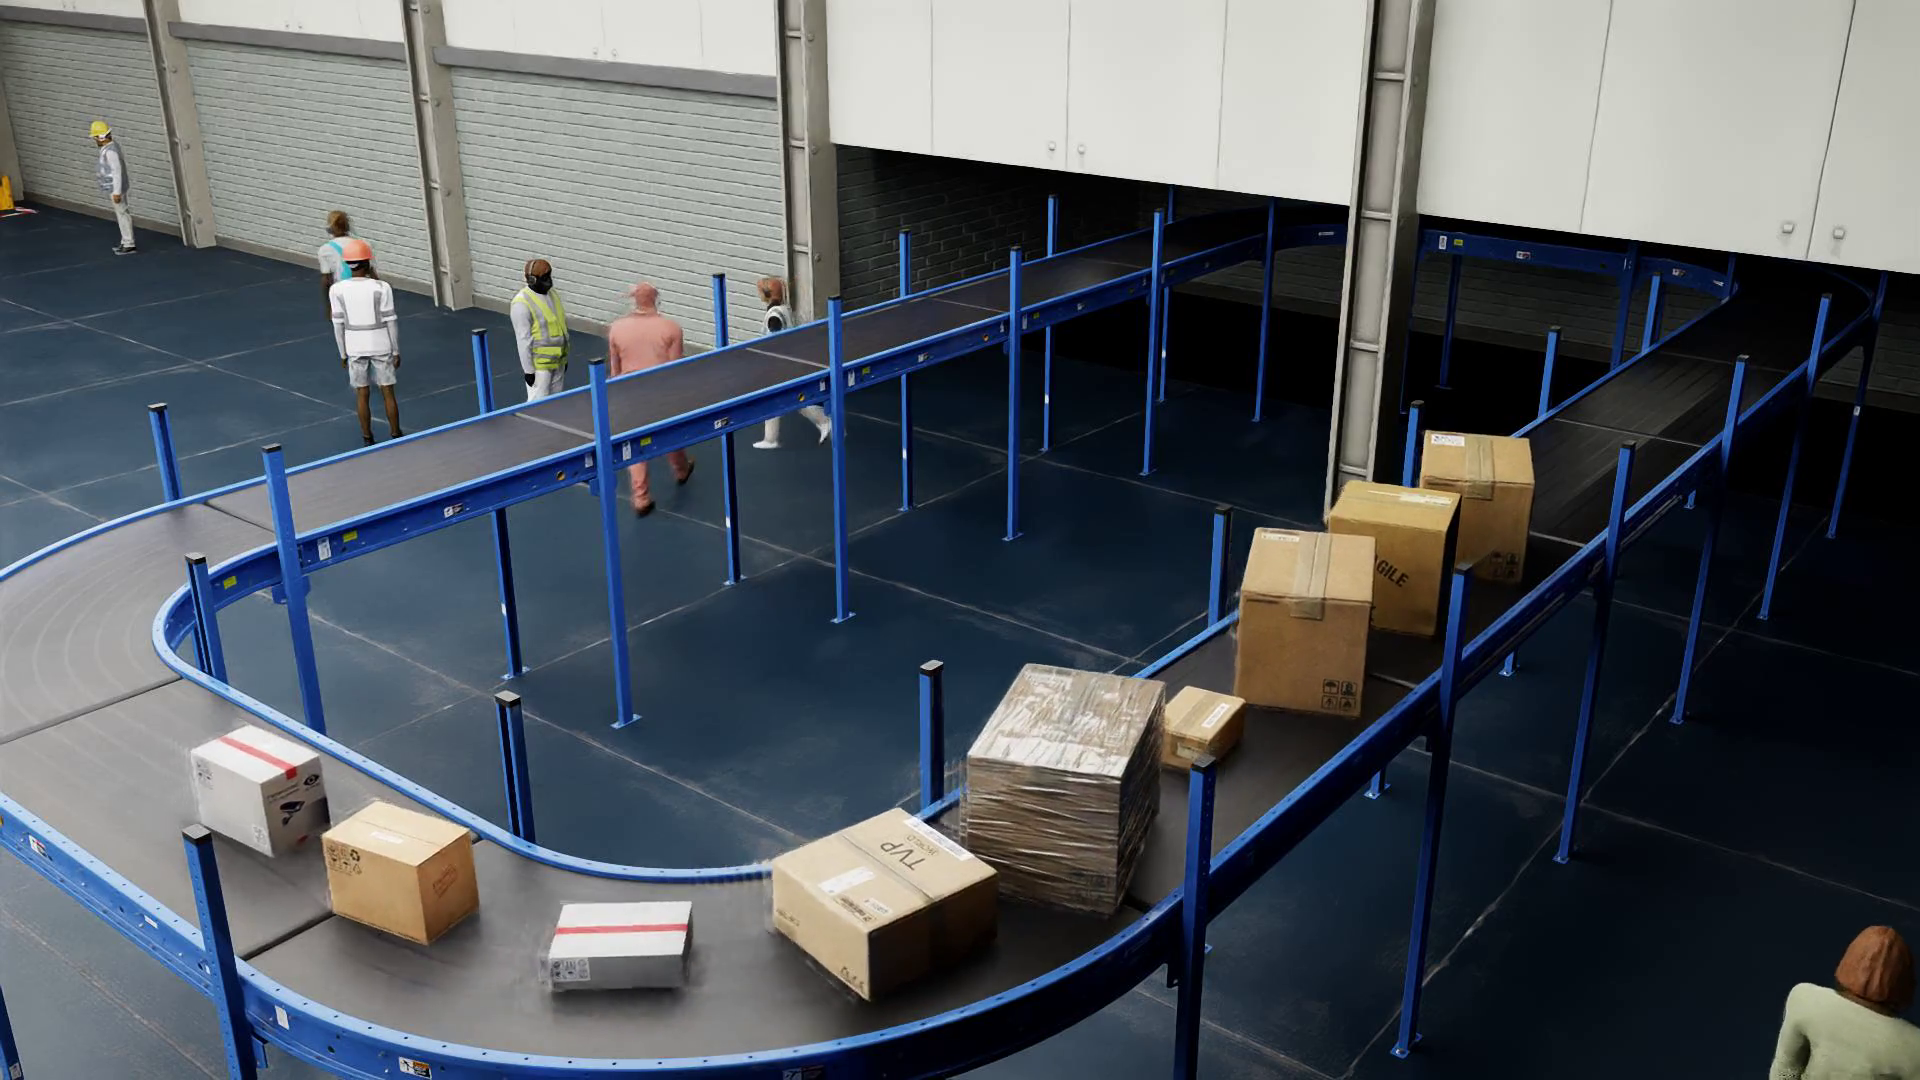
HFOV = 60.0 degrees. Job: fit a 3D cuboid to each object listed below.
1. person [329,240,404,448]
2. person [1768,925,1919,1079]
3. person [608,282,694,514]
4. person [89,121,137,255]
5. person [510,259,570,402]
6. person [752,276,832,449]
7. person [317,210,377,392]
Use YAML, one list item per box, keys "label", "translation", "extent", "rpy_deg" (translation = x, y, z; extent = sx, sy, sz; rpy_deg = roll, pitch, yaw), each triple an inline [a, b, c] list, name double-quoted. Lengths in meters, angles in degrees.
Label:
- label: "person"
  translation: [-5.302, -1.721, 14.923]
  extent: [0.547, 1.934, 0.376]
  rpy_deg: [-3, 22, -7]
- label: "person"
  translation: [3.029, 2.065, 5.759]
  extent: [0.769, 1.593, 0.506]
  rpy_deg: [-18, 27, -37]
- label: "person"
  translation: [-2.544, -1.203, 13.739]
  extent: [0.665, 1.839, 1.089]
  rpy_deg: [2, 22, 6]
- label: "person"
  translation: [-11.776, -4.899, 23.150]
  extent: [0.404, 1.821, 0.588]
  rpy_deg: [-11, 24, -26]
- label: "person"
  translation: [-3.649, -1.567, 14.659]
  extent: [0.429, 1.841, 0.633]
  rpy_deg: [7, 22, 16]
- label: "person"
  translation: [-1.527, -1.597, 15.054]
  extent: [0.704, 1.602, 0.551]
  rpy_deg: [2, 22, 5]
- label: "person"
  translation: [-6.187, -2.417, 16.854]
  extent: [0.532, 1.812, 0.681]
  rpy_deg: [-13, 25, -30]
